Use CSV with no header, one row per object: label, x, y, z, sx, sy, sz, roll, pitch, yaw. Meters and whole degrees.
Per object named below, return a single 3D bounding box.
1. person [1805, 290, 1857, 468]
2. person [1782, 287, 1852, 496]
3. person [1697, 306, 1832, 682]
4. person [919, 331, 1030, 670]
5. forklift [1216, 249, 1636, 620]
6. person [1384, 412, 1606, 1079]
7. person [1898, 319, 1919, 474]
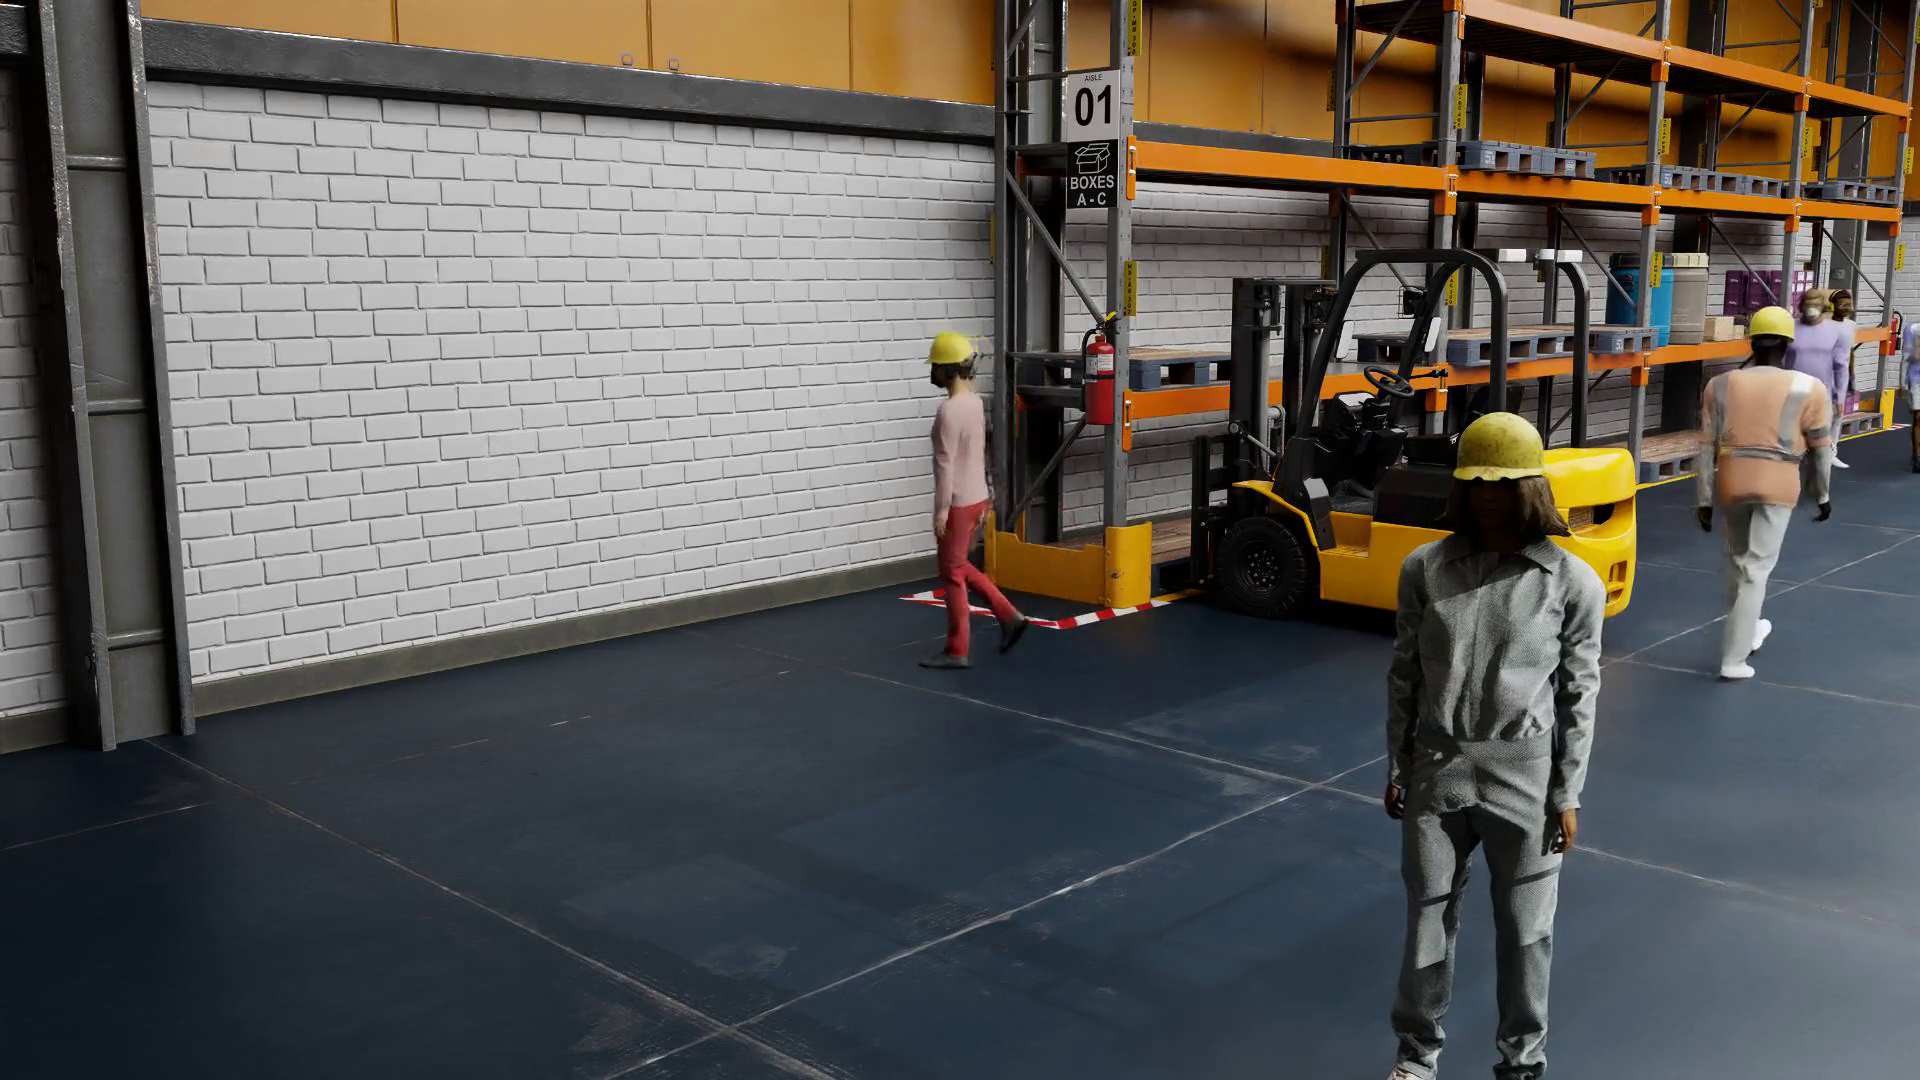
person,9.077,-1.666,17.293,0.538,1.860,0.327,-2,10,-13
person,7.434,-1.255,14.603,0.637,1.926,0.671,5,10,27
person,4.139,-0.248,8.540,0.591,1.870,0.981,9,13,44
person,0.037,-0.188,8.539,0.479,1.757,0.530,3,10,16
forklift,2.710,-0.584,9.626,2.313,2.155,1.214,9,13,43
person,1.241,0.567,3.945,0.486,1.744,0.294,5,11,29
person,9.895,-1.637,16.998,0.550,1.905,0.664,4,10,21
